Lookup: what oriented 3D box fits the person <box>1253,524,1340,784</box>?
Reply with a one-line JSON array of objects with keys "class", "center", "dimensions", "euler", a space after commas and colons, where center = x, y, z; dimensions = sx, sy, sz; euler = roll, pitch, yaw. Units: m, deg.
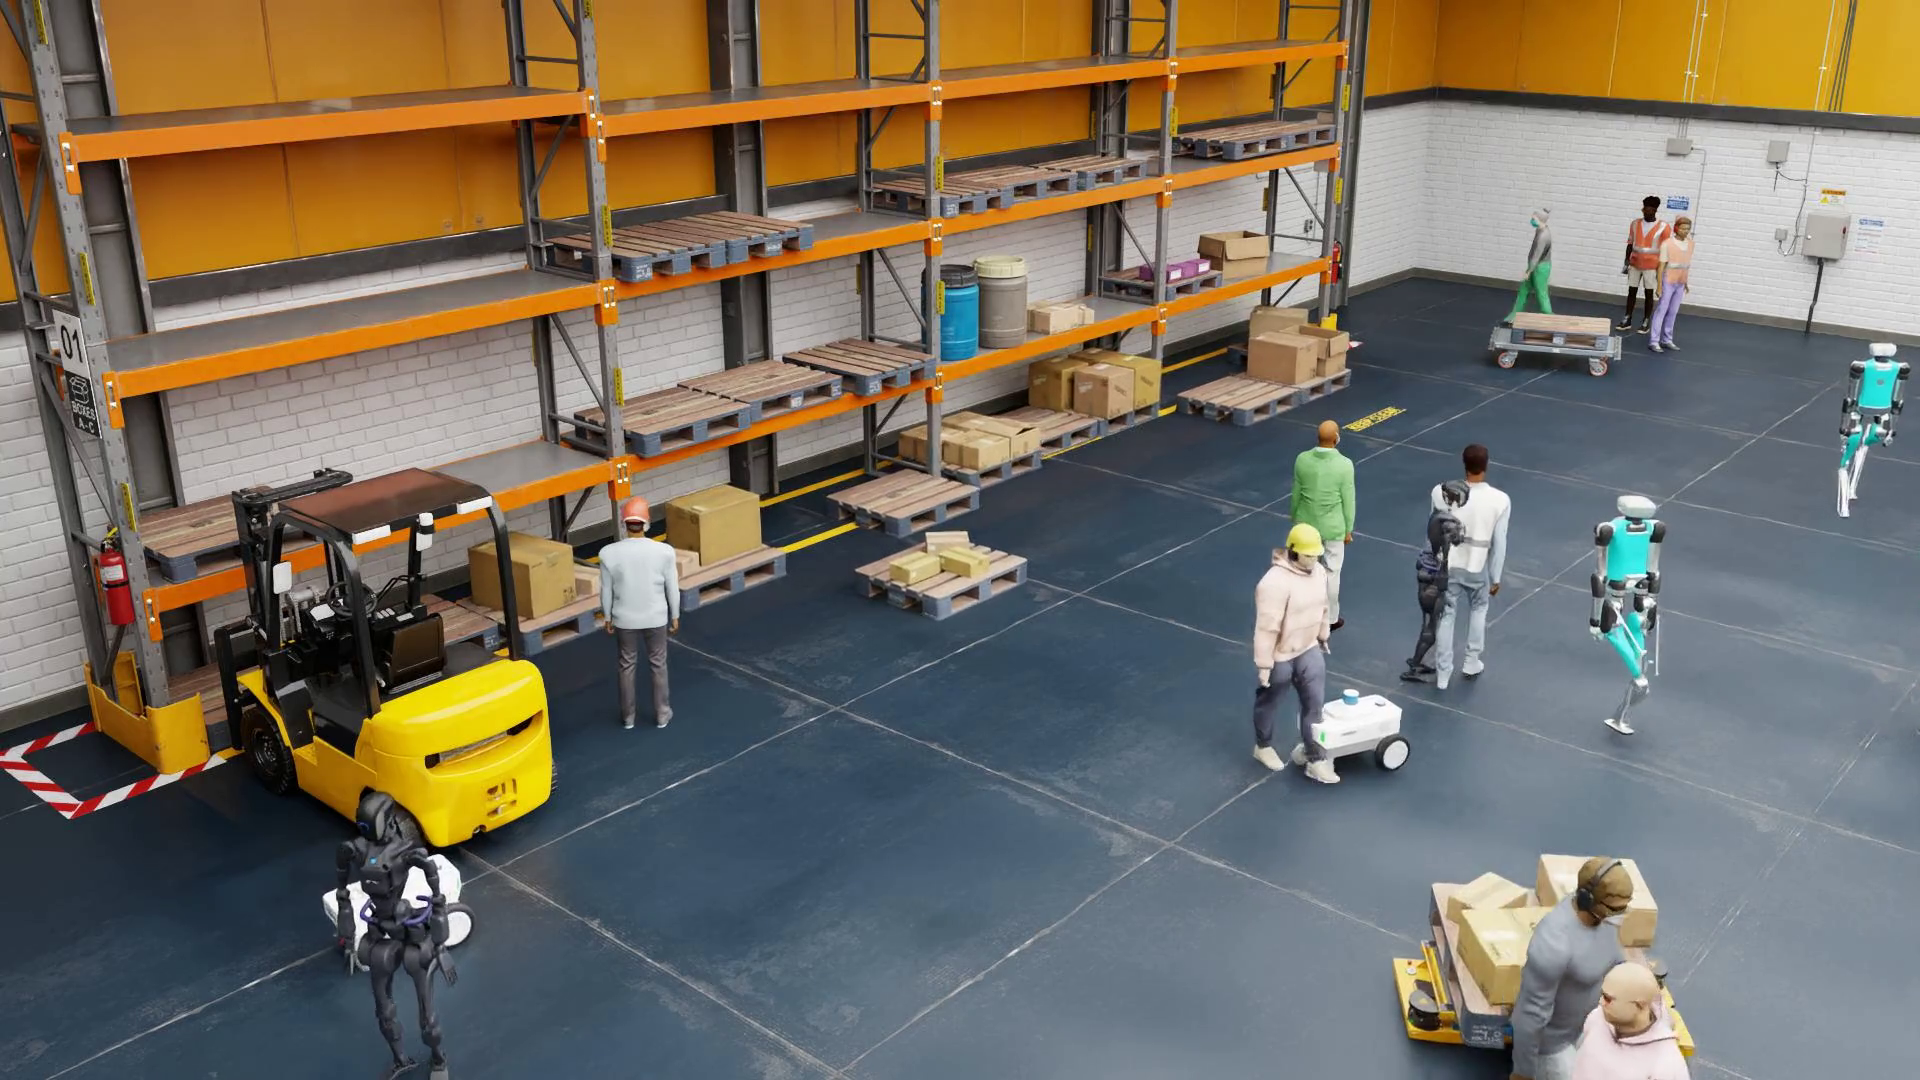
[{"class": "person", "center": [2.293, 0.775, 11.169], "dimensions": [0.805, 1.838, 0.787], "euler": [-12, 23, -29]}]

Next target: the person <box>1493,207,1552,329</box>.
[{"class": "person", "center": [8.157, -3.864, 23.806], "dimensions": [0.894, 1.801, 0.517], "euler": [6, 21, 15]}]

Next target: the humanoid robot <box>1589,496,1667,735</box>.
[{"class": "humanoid robot", "center": [4.800, 0.635, 11.753], "dimensions": [0.549, 1.801, 0.800], "euler": [-5, 21, -12]}]

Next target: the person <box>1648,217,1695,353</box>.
[{"class": "person", "center": [9.731, -3.494, 22.743], "dimensions": [0.569, 1.841, 0.375], "euler": [-9, 22, -24]}]

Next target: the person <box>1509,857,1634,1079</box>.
[{"class": "person", "center": [2.683, 2.197, 7.230], "dimensions": [0.768, 1.900, 0.664], "euler": [15, 25, 36]}]

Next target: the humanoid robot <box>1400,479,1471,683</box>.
[{"class": "humanoid robot", "center": [3.623, 0.307, 12.690], "dimensions": [0.375, 1.638, 0.586], "euler": [4, 21, 10]}]

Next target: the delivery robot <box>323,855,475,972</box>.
[{"class": "delivery robot", "center": [-3.205, 2.082, 9.488], "dimensions": [0.759, 0.588, 0.515], "euler": [-16, 26, -37]}]

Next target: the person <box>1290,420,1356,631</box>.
[{"class": "person", "center": [2.976, -0.116, 13.680], "dimensions": [0.538, 1.784, 0.386], "euler": [11, 23, 28]}]

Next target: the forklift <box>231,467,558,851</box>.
[{"class": "forklift", "center": [-3.730, 0.710, 10.856], "dimensions": [2.313, 2.155, 1.214], "euler": [17, 26, 38]}]

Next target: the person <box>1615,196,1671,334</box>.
[{"class": "person", "center": [9.787, -3.944, 23.789], "dimensions": [0.362, 1.962, 0.611], "euler": [-19, 27, -41]}]

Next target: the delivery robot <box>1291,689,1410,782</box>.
[{"class": "delivery robot", "center": [2.697, 1.313, 11.536], "dimensions": [0.738, 0.563, 0.499], "euler": [-9, 22, -23]}]

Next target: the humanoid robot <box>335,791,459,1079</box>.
[{"class": "humanoid robot", "center": [-2.748, 1.974, 8.168], "dimensions": [0.602, 1.656, 0.322], "euler": [2, 20, 7]}]

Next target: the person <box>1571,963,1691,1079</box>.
[{"class": "person", "center": [2.627, 2.494, 6.664], "dimensions": [0.522, 1.764, 0.571], "euler": [-12, 24, -30]}]

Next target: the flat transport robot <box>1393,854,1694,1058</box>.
[{"class": "flat transport robot", "center": [3.092, 2.457, 8.894], "dimensions": [1.431, 0.231, 0.659], "euler": [2, 20, 6]}]

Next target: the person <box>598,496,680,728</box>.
[{"class": "person", "center": [-2.301, 0.527, 11.998], "dimensions": [0.568, 1.740, 0.351], "euler": [-3, 20, -8]}]

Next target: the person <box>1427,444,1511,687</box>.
[{"class": "person", "center": [3.862, 0.177, 12.736], "dimensions": [0.590, 1.887, 0.649], "euler": [8, 22, 21]}]

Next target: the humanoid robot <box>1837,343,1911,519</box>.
[{"class": "humanoid robot", "center": [8.966, -1.127, 16.518], "dimensions": [0.545, 1.781, 0.900], "euler": [5, 21, 12]}]
